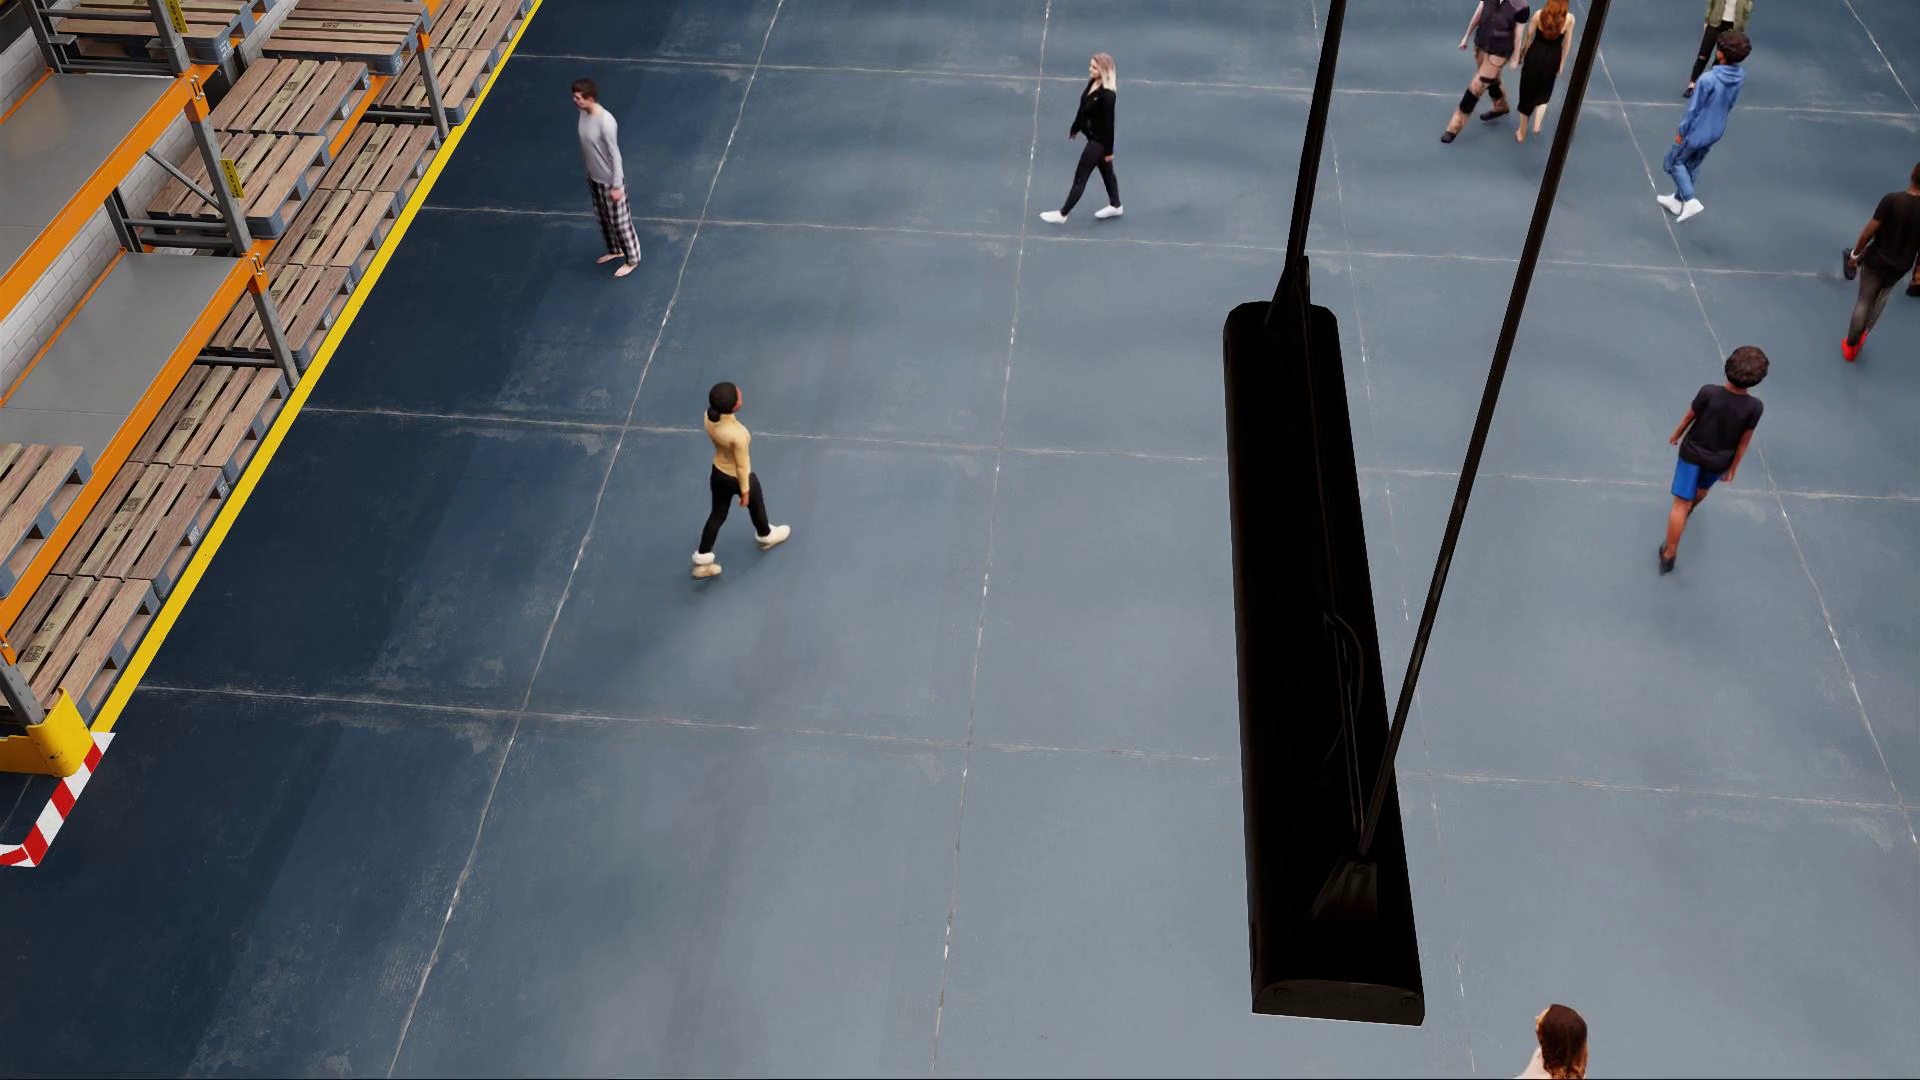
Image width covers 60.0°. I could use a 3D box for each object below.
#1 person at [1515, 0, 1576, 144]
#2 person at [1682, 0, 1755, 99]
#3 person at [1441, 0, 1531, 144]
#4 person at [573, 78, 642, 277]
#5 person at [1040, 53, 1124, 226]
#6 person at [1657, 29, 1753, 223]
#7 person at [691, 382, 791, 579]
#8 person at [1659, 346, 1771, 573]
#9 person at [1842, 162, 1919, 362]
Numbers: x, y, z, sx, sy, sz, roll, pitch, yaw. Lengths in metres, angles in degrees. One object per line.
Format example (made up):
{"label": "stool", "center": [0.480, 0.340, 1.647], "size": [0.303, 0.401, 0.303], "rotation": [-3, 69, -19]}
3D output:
{"label": "person", "center": [5.573, -4.529, 15.921], "size": [0.581, 1.615, 0.628], "rotation": [6, 44, 6]}
{"label": "person", "center": [7.708, -5.180, 16.728], "size": [0.826, 1.444, 1.019], "rotation": [22, 48, 21]}
{"label": "person", "center": [5.196, -4.714, 15.993], "size": [1.233, 1.785, 1.256], "rotation": [-20, 47, -20]}
{"label": "person", "center": [-3.042, -3.132, 14.287], "size": [0.759, 1.847, 0.702], "rotation": [-32, 52, -29]}
{"label": "person", "center": [1.329, -3.587, 14.905], "size": [0.870, 1.653, 1.061], "rotation": [-8, 44, -8]}
{"label": "person", "center": [6.679, -3.650, 14.864], "size": [0.887, 1.801, 0.974], "rotation": [-16, 46, -16]}
{"label": "person", "center": [-1.653, -0.403, 11.573], "size": [1.006, 1.638, 1.165], "rotation": [31, 51, 28]}
{"label": "person", "center": [5.203, -0.530, 11.629], "size": [0.834, 1.746, 1.191], "rotation": [15, 46, 15]}
{"label": "person", "center": [7.449, -2.184, 13.330], "size": [0.740, 1.793, 0.715], "rotation": [11, 45, 11]}
